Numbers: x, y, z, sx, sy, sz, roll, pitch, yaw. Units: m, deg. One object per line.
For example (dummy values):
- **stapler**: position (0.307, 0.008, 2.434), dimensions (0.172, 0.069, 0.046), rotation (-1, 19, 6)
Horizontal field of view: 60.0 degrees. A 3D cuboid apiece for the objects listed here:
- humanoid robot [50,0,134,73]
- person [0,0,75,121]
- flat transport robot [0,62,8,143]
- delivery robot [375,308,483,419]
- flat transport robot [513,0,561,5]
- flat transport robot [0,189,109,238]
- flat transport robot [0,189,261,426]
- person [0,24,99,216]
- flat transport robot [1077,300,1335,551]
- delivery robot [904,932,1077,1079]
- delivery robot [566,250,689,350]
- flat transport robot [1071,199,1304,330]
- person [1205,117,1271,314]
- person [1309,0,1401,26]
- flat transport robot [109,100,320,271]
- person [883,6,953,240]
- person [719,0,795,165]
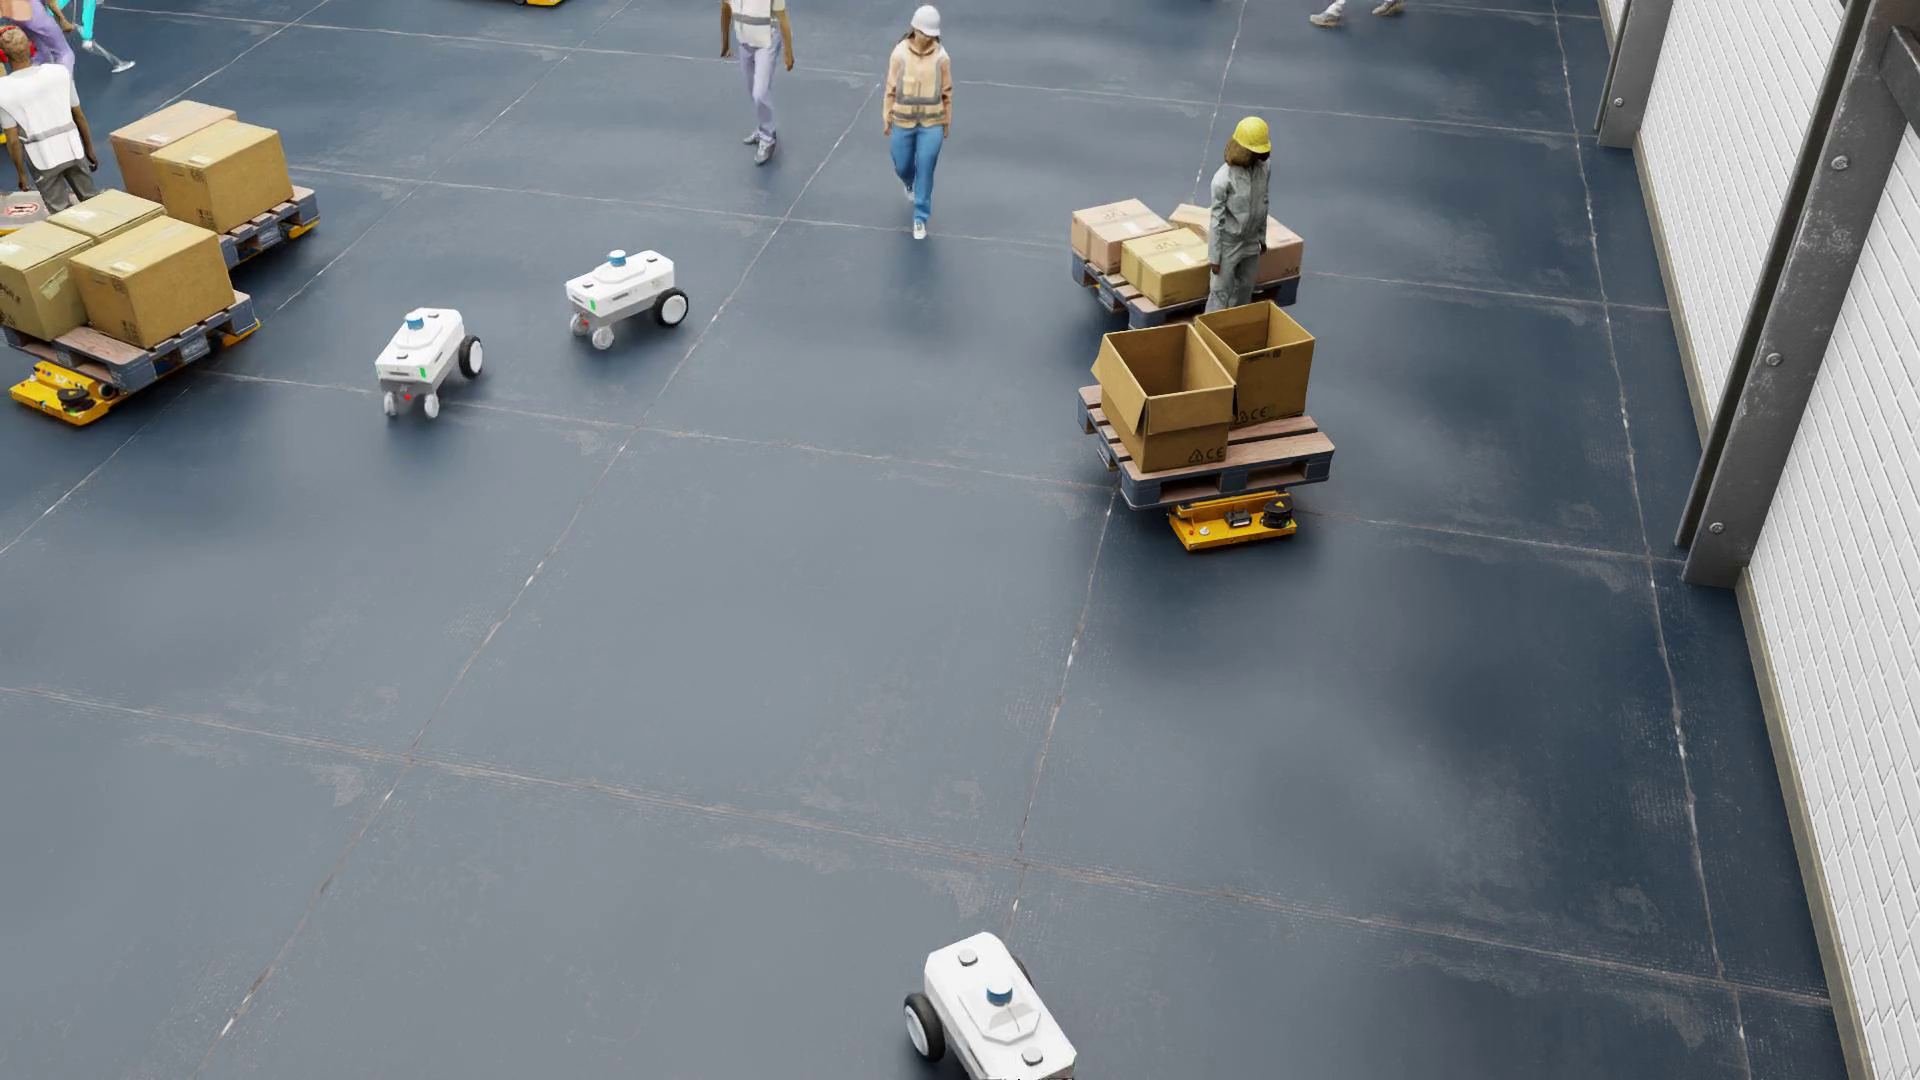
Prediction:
- **humanoid robot**: position (-7.818, -4.737, 14.389), dimensions (0.548, 1.772, 1.049), rotation (11, 38, 14)
- **person**: position (-7.694, -4.340, 13.757), dimensions (0.582, 1.810, 0.514), rotation (15, 39, 19)
- **flat transport robot**: position (-8.352, -3.161, 13.448), dimensions (0.659, 0.231, 1.431), rotation (10, 38, 13)
- **delivery robot**: position (-3.397, -1.164, 10.536), dimensions (0.499, 0.592, 0.795), rotation (4, 37, 5)
- **flat transport robot**: position (-4.583, -5.640, 16.766), dimensions (1.431, 0.231, 0.659), rotation (10, 38, 14)
- **flat transport robot**: position (-7.026, -2.354, 12.369), dimensions (1.431, 0.231, 0.659), rotation (-3, 37, -3)
- **flat transport robot**: position (-5.375, -1.231, 10.866), dimensions (0.659, 0.231, 1.431), rotation (19, 41, 23)
- **person**: position (-6.176, -2.586, 11.361), dimensions (0.393, 1.846, 0.562), rotation (26, 44, 31)
- **flat transport robot**: position (1.396, -0.455, 9.828), dimensions (0.659, 0.231, 1.431), rotation (-9, 38, -12)
- **delivery robot**: position (0.132, 1.892, 6.465), dimensions (0.499, 0.614, 0.785), rotation (-17, 40, -22)
- **delivery robot**: position (-2.254, -1.663, 11.221), dimensions (0.812, 0.614, 0.499), rotation (-30, 46, -34)
- **flat transport robot**: position (1.515, -1.612, 11.376), dimensions (0.659, 0.231, 1.431), rotation (-16, 40, -20)
- **person**: position (1.756, -1.846, 10.468), dimensions (0.492, 1.729, 0.321), rotation (-26, 44, -31)
- **person**: position (3.883, -5.806, 15.690), dimensions (1.023, 1.831, 0.588), rotation (-12, 38, -15)
- **flat transport robot**: position (-5.437, -2.159, 12.107), dimensions (0.659, 0.231, 1.431), rotation (16, 40, 21)
- **person**: position (-0.307, -3.092, 12.149), dimensions (0.516, 1.703, 0.582), rotation (-1, 37, -1)
- **person**: position (-1.630, -3.891, 13.147), dimensions (0.677, 1.797, 0.690), rotation (21, 42, 26)
